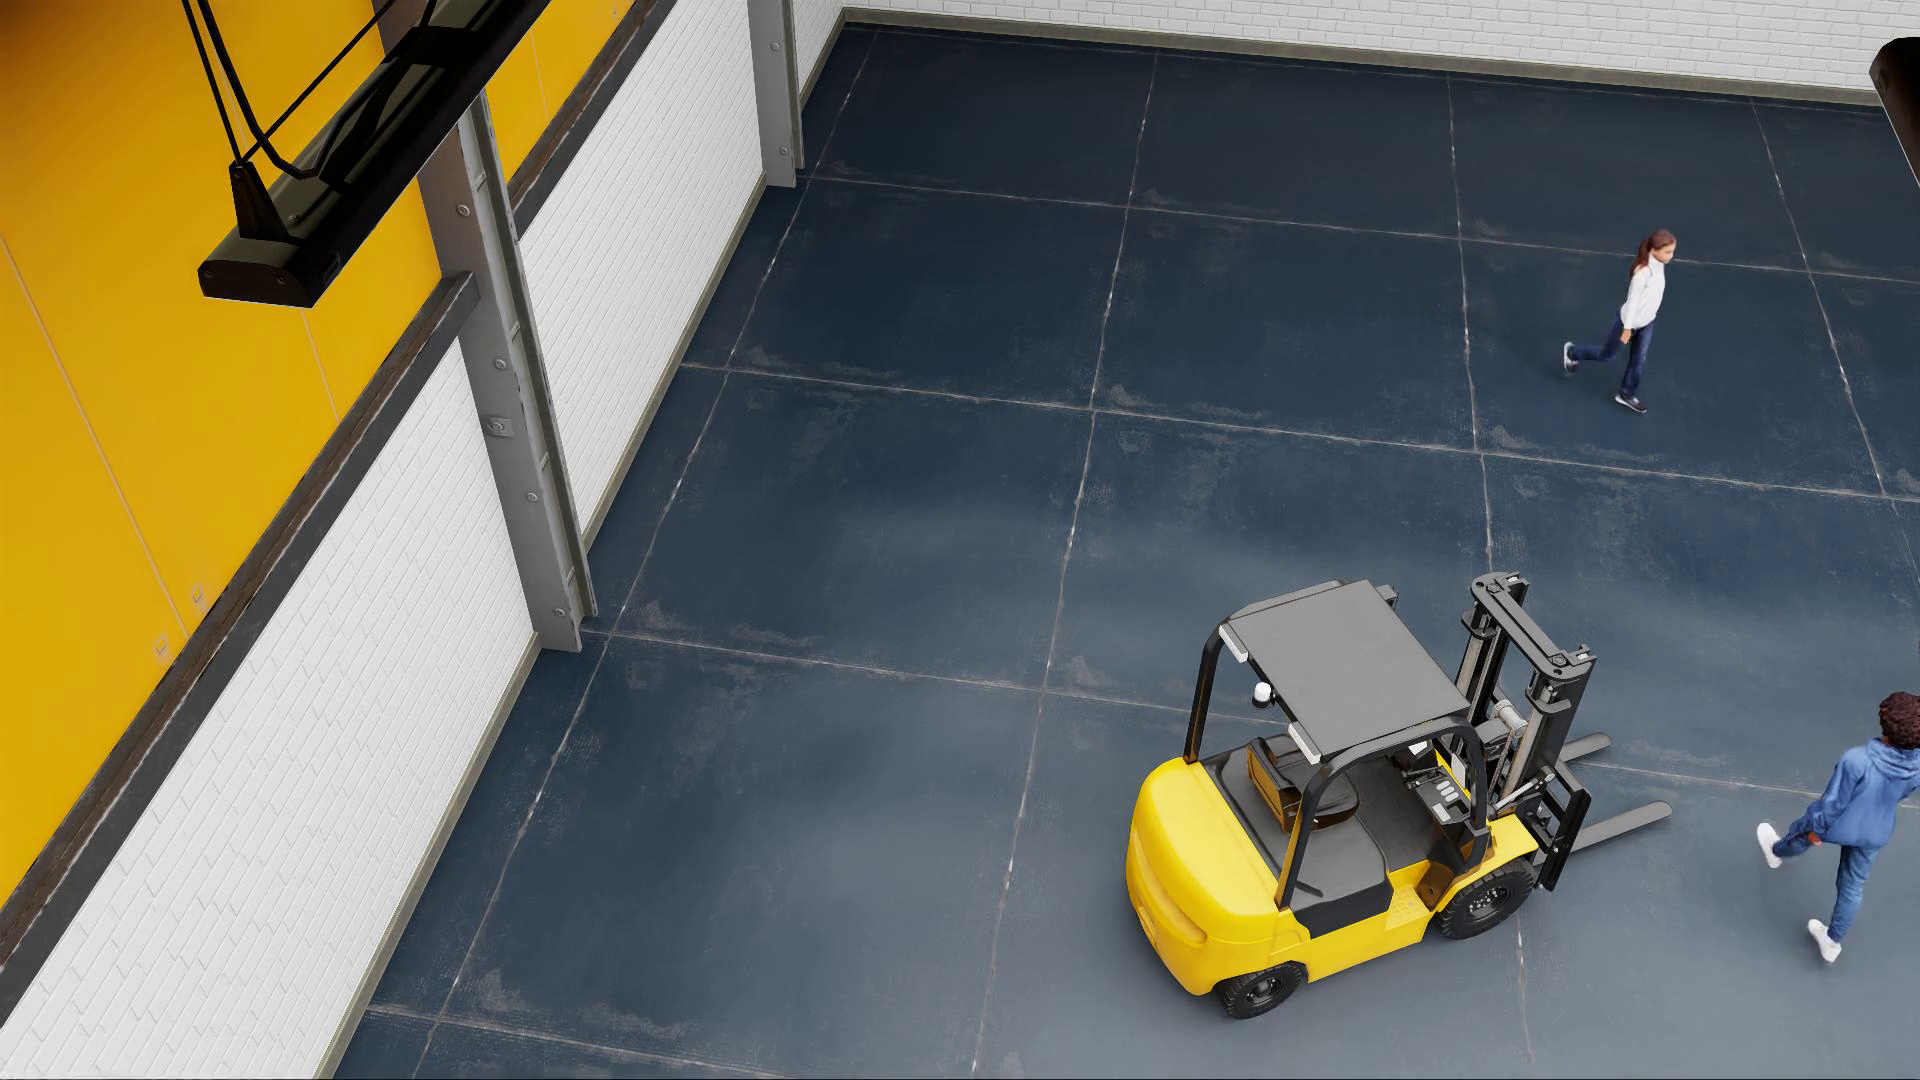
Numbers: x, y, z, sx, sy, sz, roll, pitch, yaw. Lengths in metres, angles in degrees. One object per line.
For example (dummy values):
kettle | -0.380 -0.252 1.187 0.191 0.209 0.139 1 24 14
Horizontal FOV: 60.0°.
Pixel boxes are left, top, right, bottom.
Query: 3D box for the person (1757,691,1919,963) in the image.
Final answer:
person | 4.956 1.614 9.161 0.777 1.756 1.186 2 44 2

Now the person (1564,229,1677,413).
person | 5.133 -1.734 12.832 0.951 1.539 0.996 -29 51 -27
